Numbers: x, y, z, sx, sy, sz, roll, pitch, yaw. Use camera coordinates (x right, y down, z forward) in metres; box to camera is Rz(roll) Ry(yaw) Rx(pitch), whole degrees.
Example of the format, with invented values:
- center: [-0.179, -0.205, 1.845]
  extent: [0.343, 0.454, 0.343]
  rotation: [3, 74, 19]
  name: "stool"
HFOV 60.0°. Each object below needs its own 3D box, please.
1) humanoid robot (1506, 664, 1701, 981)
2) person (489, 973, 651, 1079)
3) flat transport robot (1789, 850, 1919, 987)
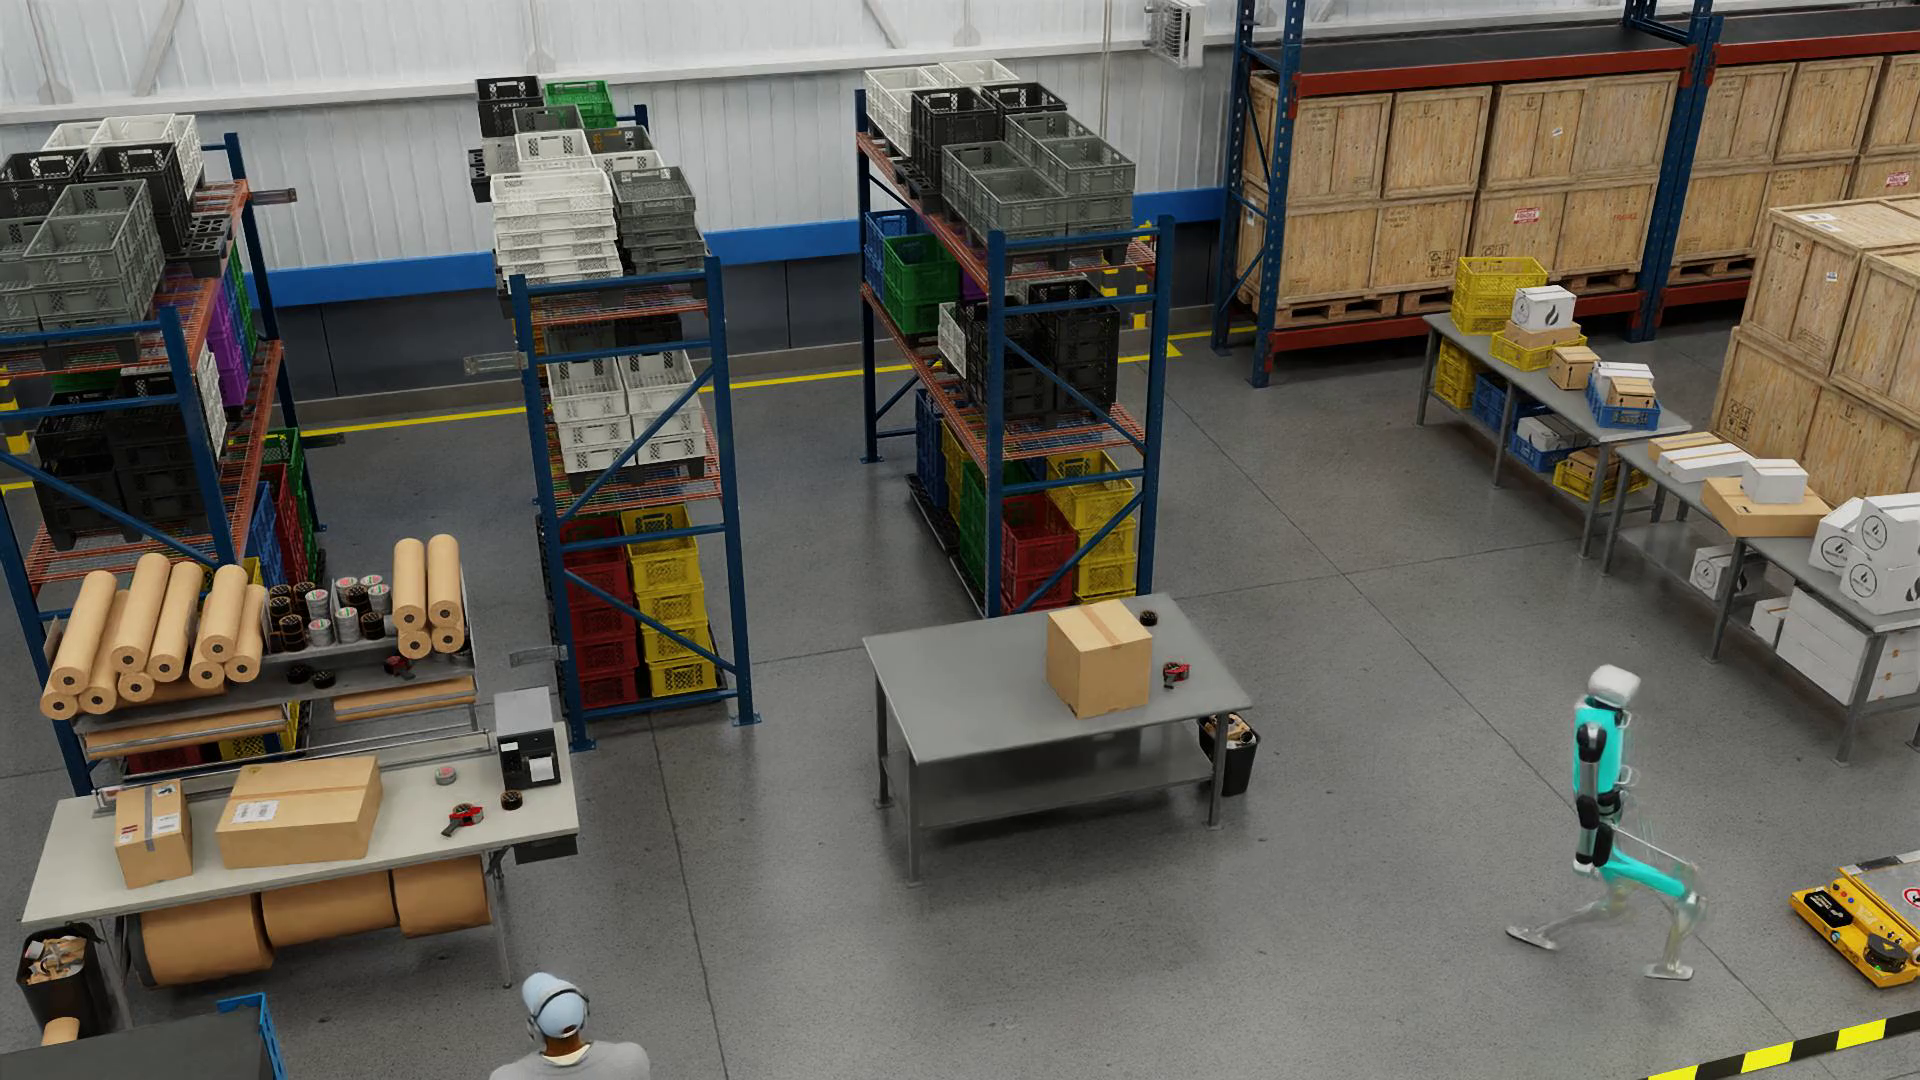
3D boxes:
- center: [3.307, 1.464, 8.055]
  extent: [1.068, 1.771, 0.530]
  rotation: [14, 32, 24]
  name: "humanoid robot"
- center: [-1.406, 2.352, 6.237]
  extent: [0.596, 1.852, 0.361]
  rotation: [-8, 30, -15]
  name: "person"
- center: [5.163, 1.916, 8.676]
  extent: [1.431, 0.231, 0.659]
  rotation: [-8, 30, -14]
  name: "flat transport robot"
